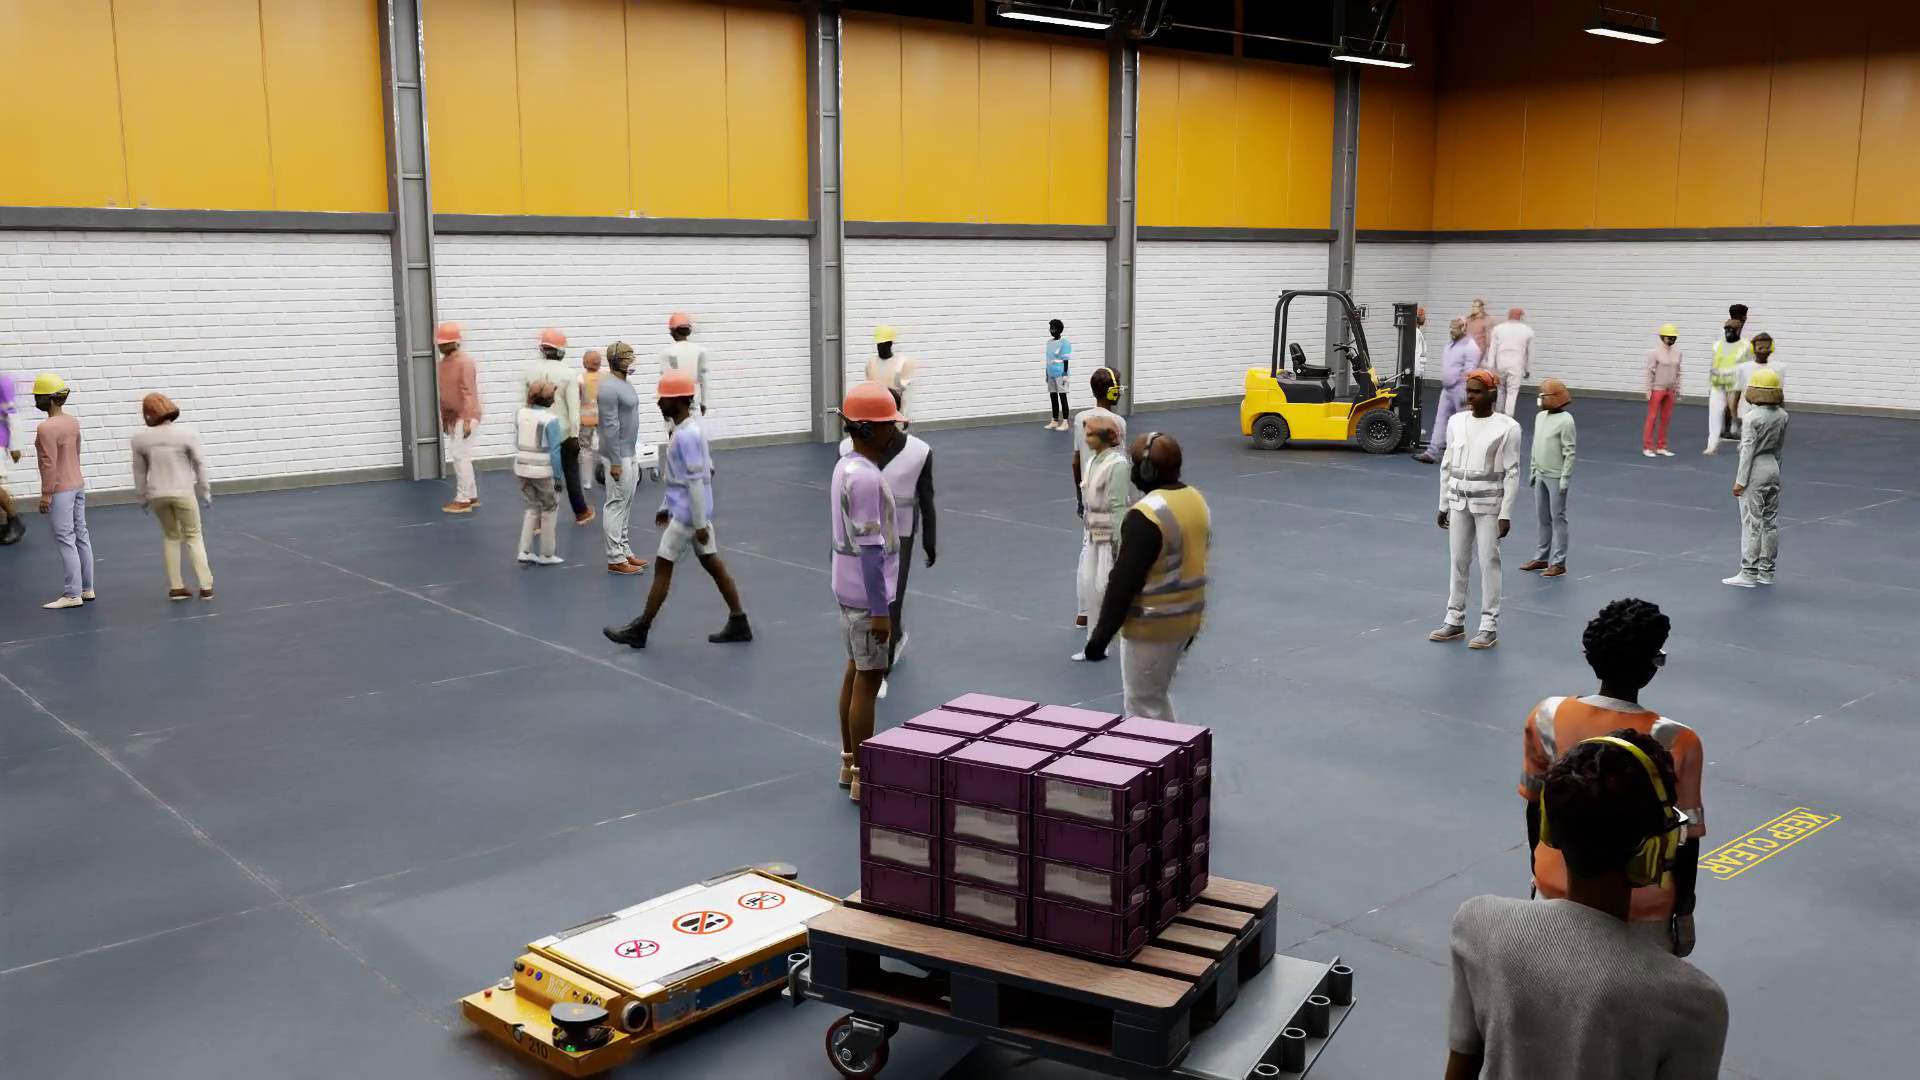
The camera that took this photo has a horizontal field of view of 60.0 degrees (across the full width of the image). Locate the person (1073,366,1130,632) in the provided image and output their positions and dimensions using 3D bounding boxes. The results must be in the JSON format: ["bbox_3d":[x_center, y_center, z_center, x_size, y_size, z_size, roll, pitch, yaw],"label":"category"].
[{"bbox_3d":[1.012,-0.283,11.696,0.327,1.872,0.516,-8,13,-41],"label":"person"}]

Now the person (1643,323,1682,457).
[{"bbox_3d":[9.258,-1.965,21.855,0.533,1.765,0.331,-3,10,-17],"label":"person"}]

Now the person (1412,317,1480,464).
[{"bbox_3d":[6.193,-1.867,20.949,0.818,1.868,0.672,-3,10,-18],"label":"person"}]

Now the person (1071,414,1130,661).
[{"bbox_3d":[0.984,-0.013,10.815,0.475,1.619,0.521,-4,10,-22],"label":"person"}]

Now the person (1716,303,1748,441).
[{"bbox_3d":[11.026,-2.394,23.772,0.362,1.963,0.613,-1,10,-8],"label":"person"}]

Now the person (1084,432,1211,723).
[{"bbox_3d":[0.892,0.412,7.738,0.469,1.836,0.657,6,11,32],"label":"person"}]

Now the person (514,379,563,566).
[{"bbox_3d":[-3.546,-0.563,14.058,0.539,1.608,0.387,6,11,31],"label":"person"}]

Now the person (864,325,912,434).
[{"bbox_3d":[-0.776,-1.432,18.375,0.593,1.888,0.961,3,10,20],"label":"person"}]

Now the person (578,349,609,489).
[{"bbox_3d":[-4.058,-1.324,18.578,0.517,1.605,0.799,-5,11,-25],"label":"person"}]

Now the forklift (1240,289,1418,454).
[{"bbox_3d":[5.034,-2.339,22.783,2.313,2.155,1.214,3,10,16],"label":"forklift"}]

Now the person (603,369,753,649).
[{"bbox_3d":[-1.882,-0.202,11.198,1.010,1.885,0.550,-1,10,-4],"label":"person"}]

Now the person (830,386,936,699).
[{"bbox_3d":[-0.463,-0.036,10.269,0.624,1.873,0.975,2,10,11],"label":"person"}]

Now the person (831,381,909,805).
[{"bbox_3d":[-0.429,0.256,8.035,0.371,2.044,0.608,-2,10,-13],"label":"person"}]

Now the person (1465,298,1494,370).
[{"bbox_3d":[9.381,-3.433,30.109,0.805,1.877,0.640,-4,10,-22],"label":"person"}]

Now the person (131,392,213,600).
[{"bbox_3d":[-6.000,-0.321,12.676,0.532,1.605,0.334,-1,10,-5],"label":"person"}]

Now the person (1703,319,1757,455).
[{"bbox_3d":[10.308,-2.041,22.185,0.858,1.819,0.634,-8,12,-38],"label":"person"}]

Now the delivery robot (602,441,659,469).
[{"bbox_3d":[-3.816,-0.967,19.270,0.477,0.478,0.707,5,11,27],"label":"delivery robot"}]

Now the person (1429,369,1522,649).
[{"bbox_3d":[3.486,-0.212,11.247,0.355,1.883,0.574,-8,13,-39],"label":"person"}]

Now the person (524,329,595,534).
[{"bbox_3d":[-3.896,-1.055,16.019,0.637,1.940,1.014,3,10,16],"label":"person"}]

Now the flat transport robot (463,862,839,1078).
[{"bbox_3d":[-0.982,1.492,5.980,0.652,0.197,1.431,8,13,41],"label":"flat transport robot"}]

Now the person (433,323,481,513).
[{"bbox_3d":[-5.196,-1.249,17.136,0.690,1.961,0.723,8,13,40],"label":"person"}]

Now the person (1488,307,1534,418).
[{"bbox_3d":[8.520,-2.672,25.740,0.647,1.843,1.009,4,11,24],"label":"person"}]

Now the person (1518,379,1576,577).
[{"bbox_3d":[4.871,-0.512,13.732,0.286,1.631,0.502,-2,10,-13],"label":"person"}]

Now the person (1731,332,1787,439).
[{"bbox_3d":[8.367,-1.253,17.427,0.557,1.855,0.509,1,10,6],"label":"person"}]

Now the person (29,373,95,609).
[{"bbox_3d":[-6.761,-0.367,12.493,0.312,1.768,0.522,-1,10,-4],"label":"person"}]

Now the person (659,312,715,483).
[{"bbox_3d":[-3.130,-1.598,19.044,0.613,2.019,0.891,-6,12,-33],"label":"person"}]

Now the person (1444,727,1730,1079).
[{"bbox_3d":[1.053,1.230,2.838,0.327,1.872,0.516,-8,13,-41],"label":"person"}]

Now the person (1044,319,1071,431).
[{"bbox_3d":[1.472,-2.492,25.155,0.319,1.694,0.536,-7,12,-34],"label":"person"}]

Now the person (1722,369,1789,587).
[{"bbox_3d":[6.373,-0.494,13.300,0.485,1.744,0.294,-6,11,-30],"label":"person"}]

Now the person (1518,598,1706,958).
[{"bbox_3d":[1.828,1.000,4.693,0.318,1.697,0.536,-8,13,-41],"label":"person"}]

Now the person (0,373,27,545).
[{"bbox_3d":[-8.819,-0.886,15.063,0.556,1.920,0.399,4,10,20],"label":"person"}]

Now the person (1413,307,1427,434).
[{"bbox_3d":[6.756,-2.515,24.722,0.352,1.884,0.576,1,10,5],"label":"person"}]

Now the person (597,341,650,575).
[{"bbox_3d":[-2.812,-0.683,13.840,0.372,1.940,0.630,0,10,1],"label":"person"}]
